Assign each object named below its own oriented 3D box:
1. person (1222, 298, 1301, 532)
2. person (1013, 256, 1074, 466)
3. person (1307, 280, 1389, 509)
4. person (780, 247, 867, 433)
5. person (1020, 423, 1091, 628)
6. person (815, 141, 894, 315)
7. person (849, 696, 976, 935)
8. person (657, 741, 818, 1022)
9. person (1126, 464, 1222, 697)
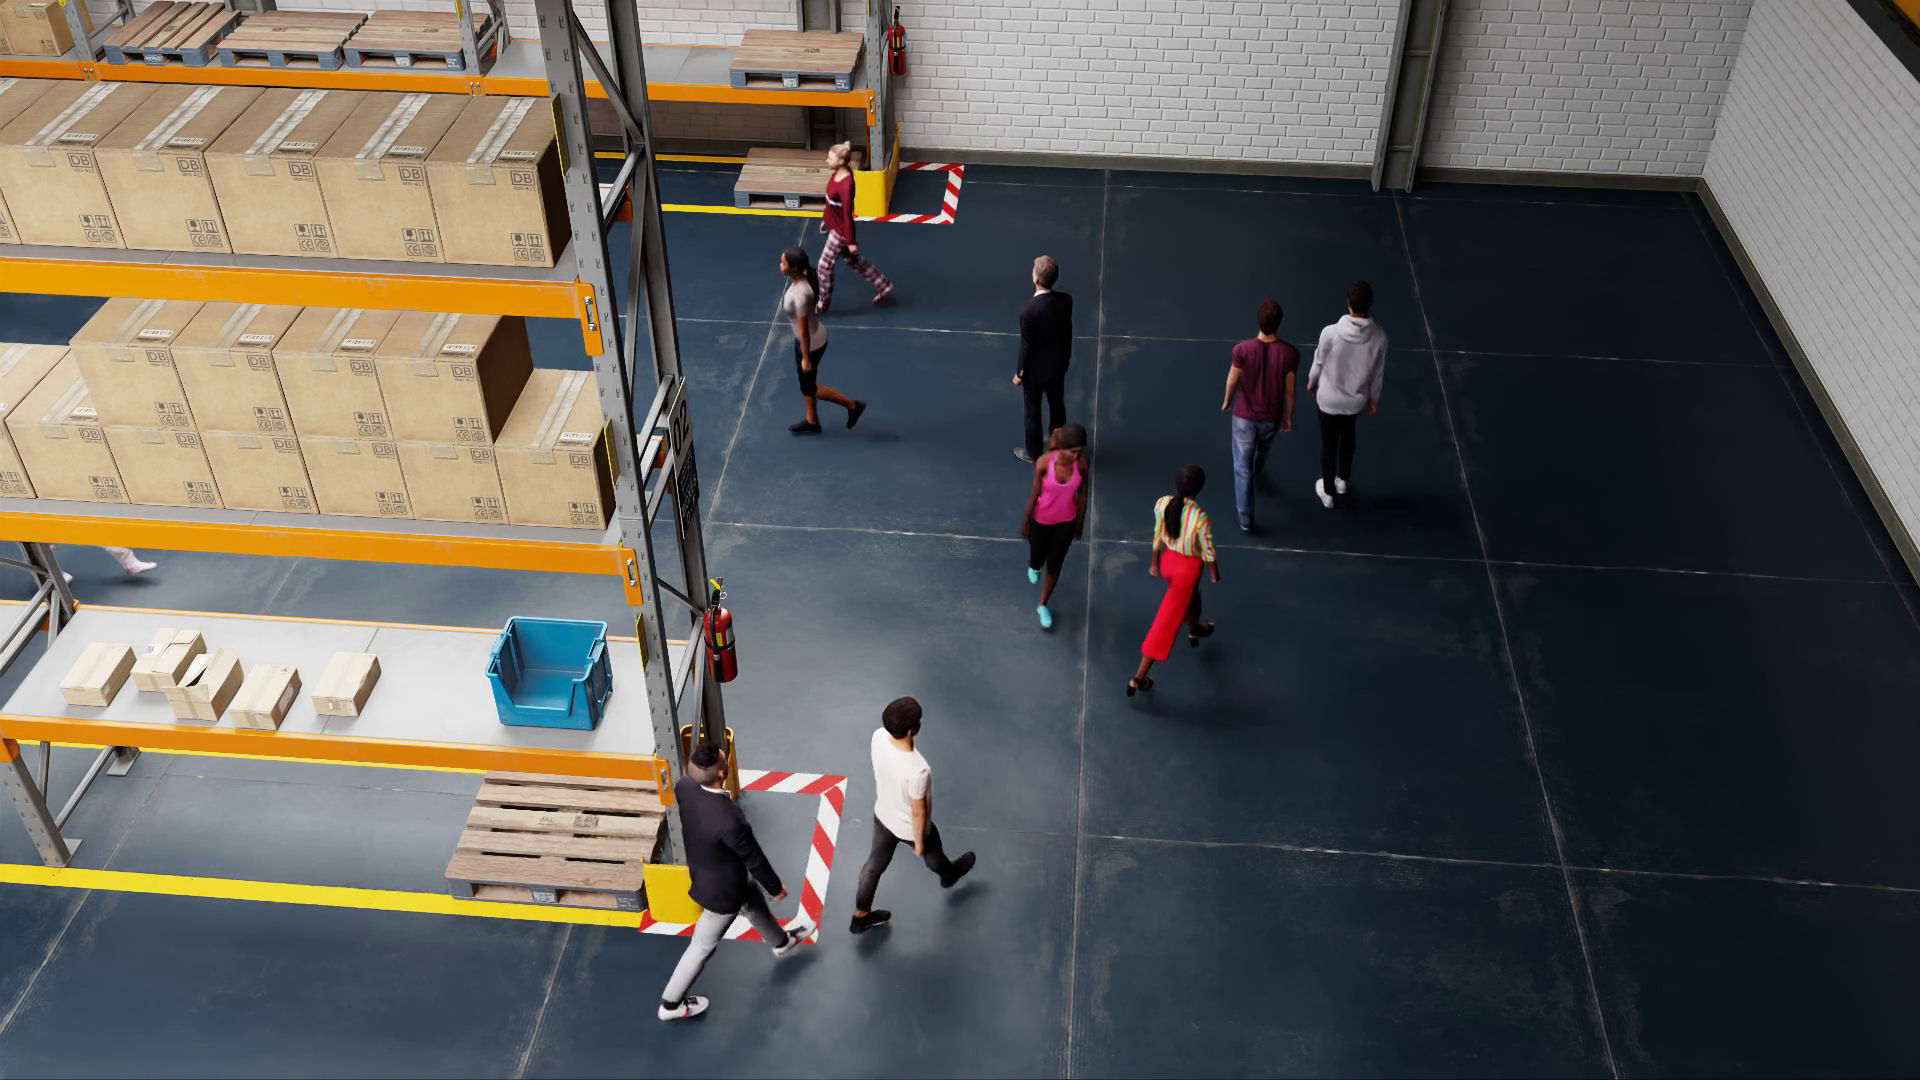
[{"bbox_3d":[2.242,-0.897,12.507,1.082,1.804,0.764,1,39,1],"label":"person"},{"bbox_3d":[0.656,-1.417,13.149,0.747,1.815,0.833,-23,44,-26],"label":"person"},{"bbox_3d":[2.921,-1.031,12.589,0.629,1.910,0.766,-1,39,-1],"label":"person"},{"bbox_3d":[-1.138,-1.567,13.404,0.926,1.730,0.701,-2,39,-3],"label":"person"},{"bbox_3d":[0.656,-0.184,11.701,0.799,1.695,0.759,0,39,0],"label":"person"},{"bbox_3d":[-0.984,-2.806,15.012,1.121,1.659,0.771,-5,39,-6],"label":"person"},{"bbox_3d":[-0.395,1.601,9.483,1.191,1.673,1.131,-28,46,-30],"label":"person"},{"bbox_3d":[-1.372,1.875,8.959,1.370,1.899,1.228,-23,44,-26],"label":"person"},{"bbox_3d":[1.407,0.314,11.047,1.147,1.734,1.145,-32,48,-33],"label":"person"}]
